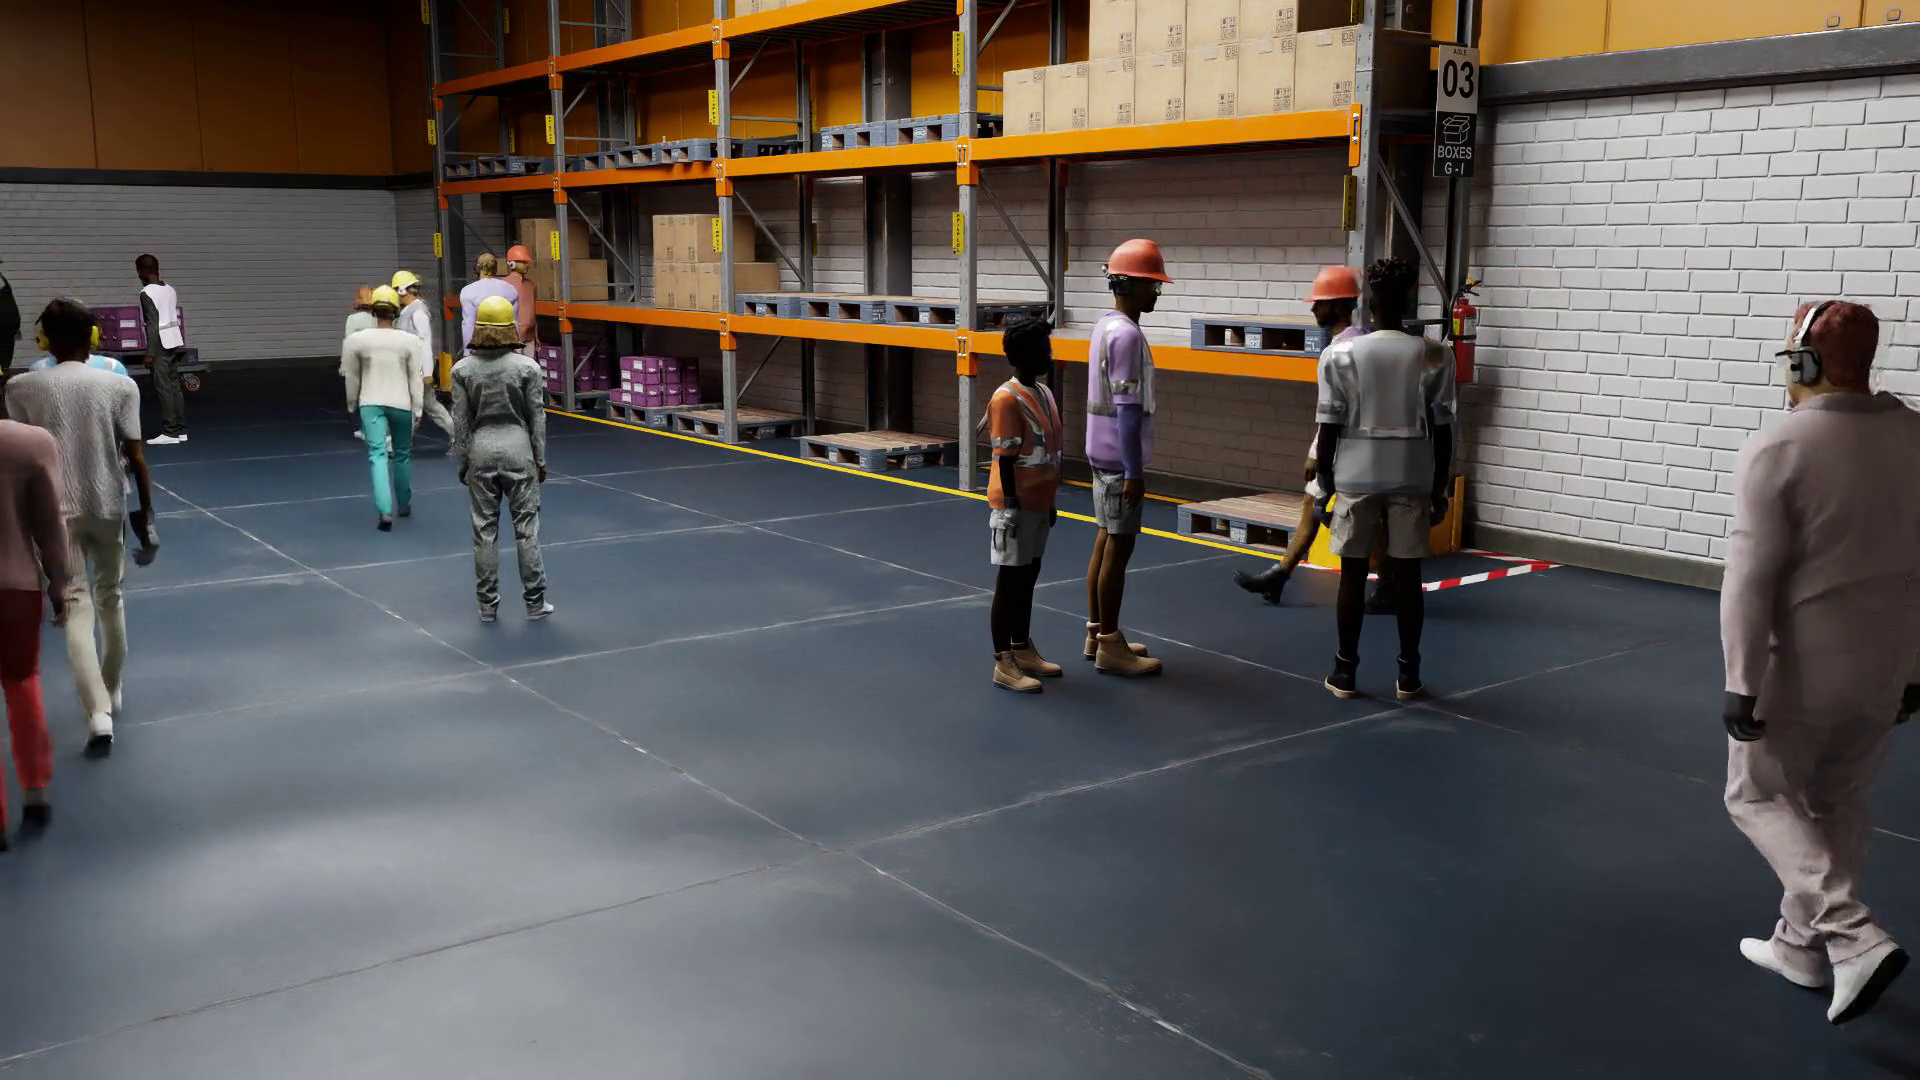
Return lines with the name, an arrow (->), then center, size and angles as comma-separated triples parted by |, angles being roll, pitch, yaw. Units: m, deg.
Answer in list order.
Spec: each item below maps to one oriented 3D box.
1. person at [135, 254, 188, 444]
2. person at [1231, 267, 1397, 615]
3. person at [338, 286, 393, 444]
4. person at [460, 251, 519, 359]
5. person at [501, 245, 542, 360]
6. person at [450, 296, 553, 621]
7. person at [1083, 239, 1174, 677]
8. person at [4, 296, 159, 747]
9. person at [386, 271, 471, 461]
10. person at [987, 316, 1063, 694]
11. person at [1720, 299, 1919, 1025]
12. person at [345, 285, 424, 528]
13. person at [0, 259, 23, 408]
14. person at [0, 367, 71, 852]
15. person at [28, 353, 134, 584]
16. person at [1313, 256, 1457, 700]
person -> -8.089, -1.928, 16.851 | 0.383, 1.910, 0.596 | -1, 10, -3
person -> 1.974, -0.525, 9.048 | 0.984, 1.885, 0.561 | 1, 10, 7
person -> -5.971, -1.765, 16.841 | 0.856, 1.587, 0.510 | 7, 12, 35
person -> -4.663, -1.882, 16.516 | 0.372, 1.940, 0.627 | 10, 14, 43
person -> -4.935, -2.297, 18.679 | 0.375, 1.997, 0.612 | 4, 11, 22
person -> -2.457, -0.430, 8.932 | 0.483, 1.745, 0.306 | -1, 10, -4
person -> 0.792, -0.387, 7.854 | 0.387, 2.039, 0.614 | -1, 10, -4
person -> -3.590, -0.089, 6.847 | 0.494, 1.818, 0.976 | -7, 12, -33
person -> -5.093, -1.644, 15.677 | 0.918, 1.778, 0.593 | -5, 11, -25
person -> 0.299, -0.167, 7.585 | 0.318, 1.699, 0.535 | 4, 11, 22
person -> 2.273, 0.329, 4.296 | 0.652, 1.885, 0.605 | -3, 10, -14
person -> -4.135, -0.966, 11.991 | 0.534, 1.721, 0.902 | -4, 11, -19
person -> -11.917, -2.620, 20.364 | 0.849, 2.000, 0.687 | 1, 10, 4
person -> -3.306, 0.168, 5.594 | 0.540, 1.745, 0.512 | -9, 13, -40
person -> -5.042, -0.514, 9.591 | 0.540, 1.681, 0.692 | -4, 11, -19
person -> 1.869, -0.262, 7.366 | 0.607, 1.966, 0.367 | 1, 10, 7
